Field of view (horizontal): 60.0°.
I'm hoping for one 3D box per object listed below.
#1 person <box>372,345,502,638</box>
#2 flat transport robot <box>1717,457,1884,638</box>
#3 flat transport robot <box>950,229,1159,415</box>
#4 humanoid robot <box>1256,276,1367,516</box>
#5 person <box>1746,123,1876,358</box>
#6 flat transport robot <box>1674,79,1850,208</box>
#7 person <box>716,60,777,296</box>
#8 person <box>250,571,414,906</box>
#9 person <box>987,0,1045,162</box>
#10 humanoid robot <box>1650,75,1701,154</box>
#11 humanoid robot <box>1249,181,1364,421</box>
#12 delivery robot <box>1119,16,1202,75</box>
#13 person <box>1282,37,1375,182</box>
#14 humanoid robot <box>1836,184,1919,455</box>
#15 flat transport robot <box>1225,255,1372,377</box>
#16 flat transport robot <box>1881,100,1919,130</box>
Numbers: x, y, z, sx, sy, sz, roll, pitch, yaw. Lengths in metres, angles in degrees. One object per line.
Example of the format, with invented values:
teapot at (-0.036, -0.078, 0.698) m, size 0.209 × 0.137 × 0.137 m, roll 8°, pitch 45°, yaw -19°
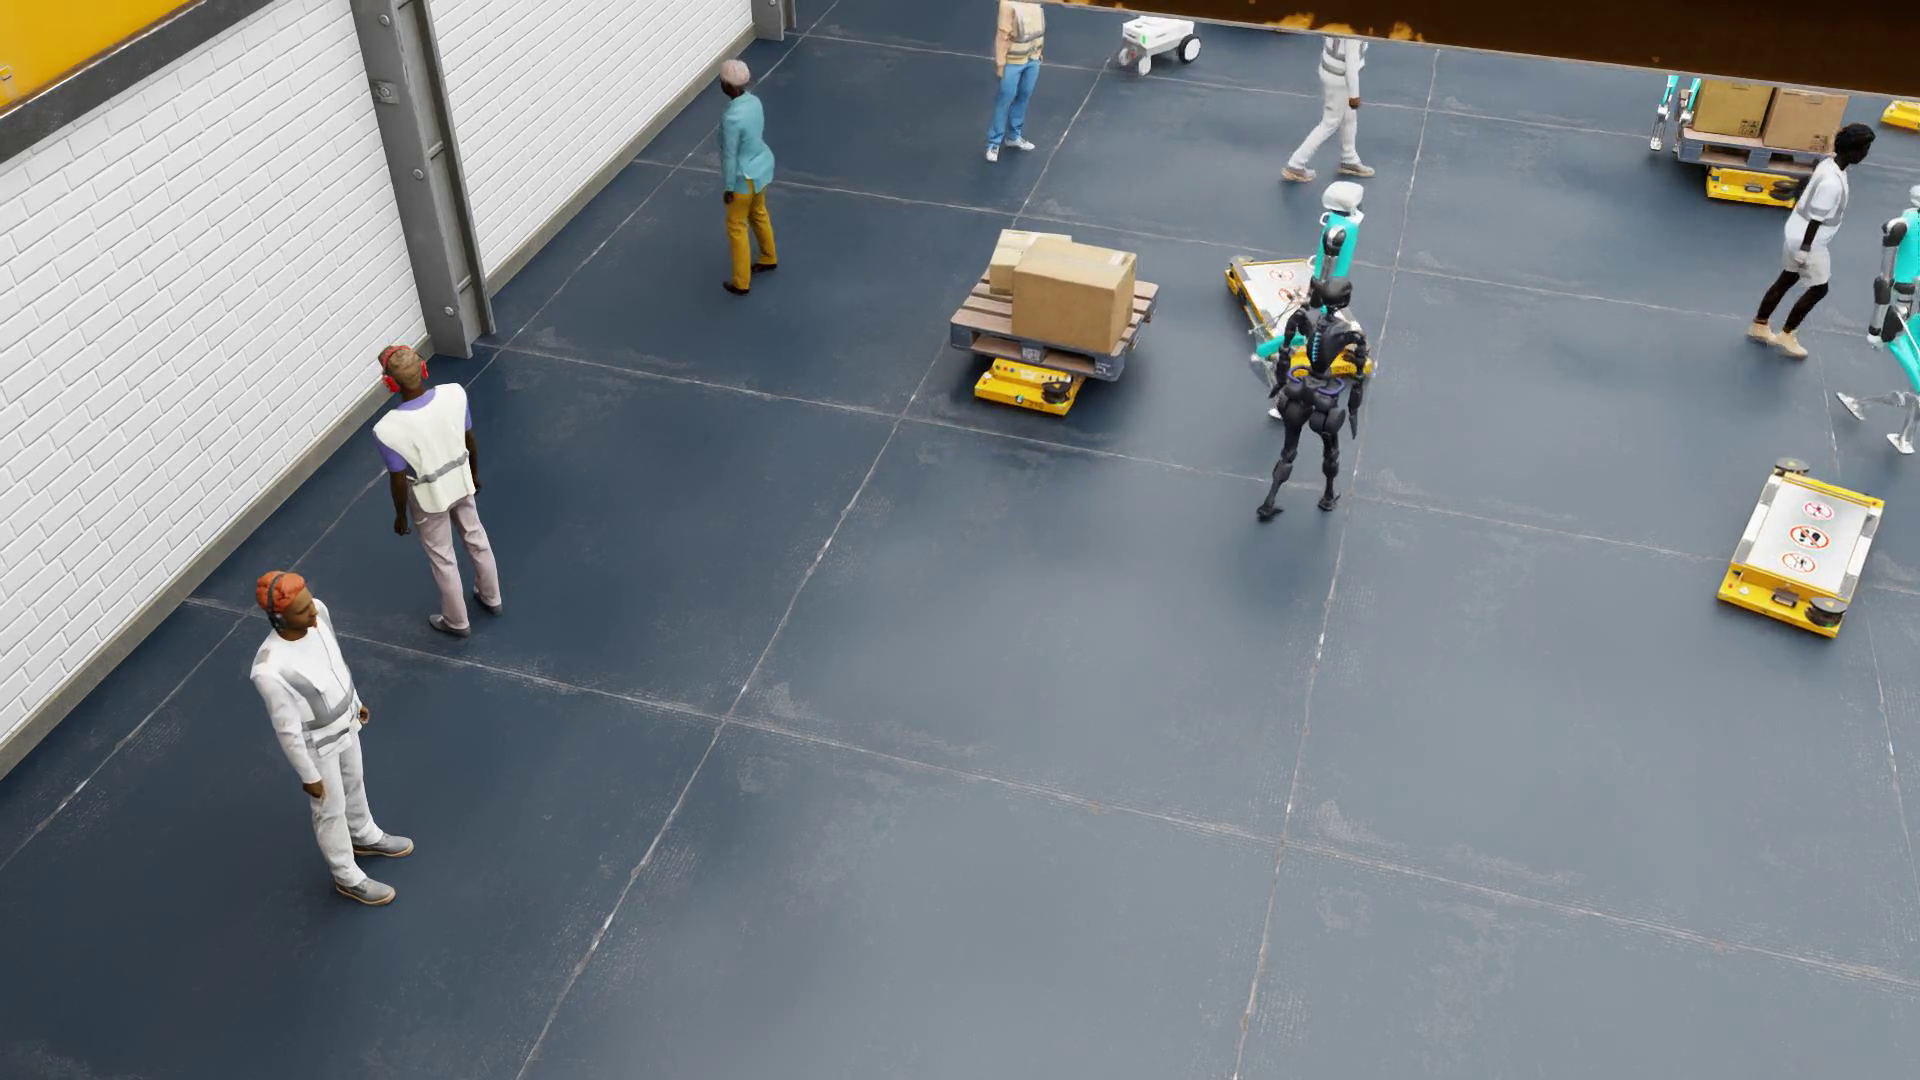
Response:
person at (-2.831, -0.243, 9.055) m, size 0.390 × 1.837 × 0.562 m, roll 26°, pitch 46°, yaw 29°
flat transport robot at (5.071, 0.022, 9.977) m, size 0.659 × 0.231 × 1.431 m, roll 22°, pitch 44°, yaw 25°
flat transport robot at (0.658, -1.382, 11.724) m, size 0.659 × 0.231 × 1.431 m, roll 14°, pitch 41°, yaw 17°
humanoid robot at (2.113, -0.858, 9.972) m, size 0.604 × 1.656 × 0.588 m, roll 27°, pitch 46°, yaw 29°
person at (5.904, -2.058, 11.433) m, size 0.555 × 1.670 × 0.547 m, roll 15°, pitch 41°, yaw 18°
flat transport robot at (6.638, -3.228, 14.019) m, size 0.659 × 0.231 × 1.431 m, roll 11°, pitch 40°, yaw 13°
person at (-1.571, -2.636, 12.100) m, size 0.371 × 1.743 × 0.541 m, roll 16°, pitch 41°, yaw 19°
person at (-2.890, 0.893, 7.606) m, size 0.354 × 1.883 × 0.572 m, roll 3°, pitch 39°, yaw 4°
person at (0.439, -4.020, 13.865) m, size 0.364 × 1.703 × 0.626 m, roll 31°, pitch 48°, yaw 33°
humanoid robot at (5.996, -3.960, 13.652) m, size 0.533 × 1.677 × 0.735 m, roll 20°, pitch 43°, yaw 23°
humanoid robot at (2.146, -1.465, 10.705) m, size 0.671 × 1.857 × 0.535 m, roll 16°, pitch 41°, yaw 18°
delivery robot at (1.873, -4.765, 15.694) m, size 0.783 × 0.584 × 0.499 m, roll -27°, pitch 46°, yaw -29°
person at (3.063, -3.748, 13.413) m, size 0.784 × 1.848 × 0.650 m, roll 3°, pitch 39°, yaw 3°
humanoid robot at (6.050, -1.282, 10.436) m, size 0.563 × 1.748 × 0.884 m, roll -10°, pitch 40°, yaw -13°
flat transport robot at (2.433, -1.647, 12.053) m, size 0.659 × 0.231 × 1.431 m, roll -5°, pitch 39°, yaw -7°
flat transport robot at (8.845, -4.019, 15.003) m, size 0.659 × 0.231 × 1.431 m, roll 24°, pitch 45°, yaw 27°
